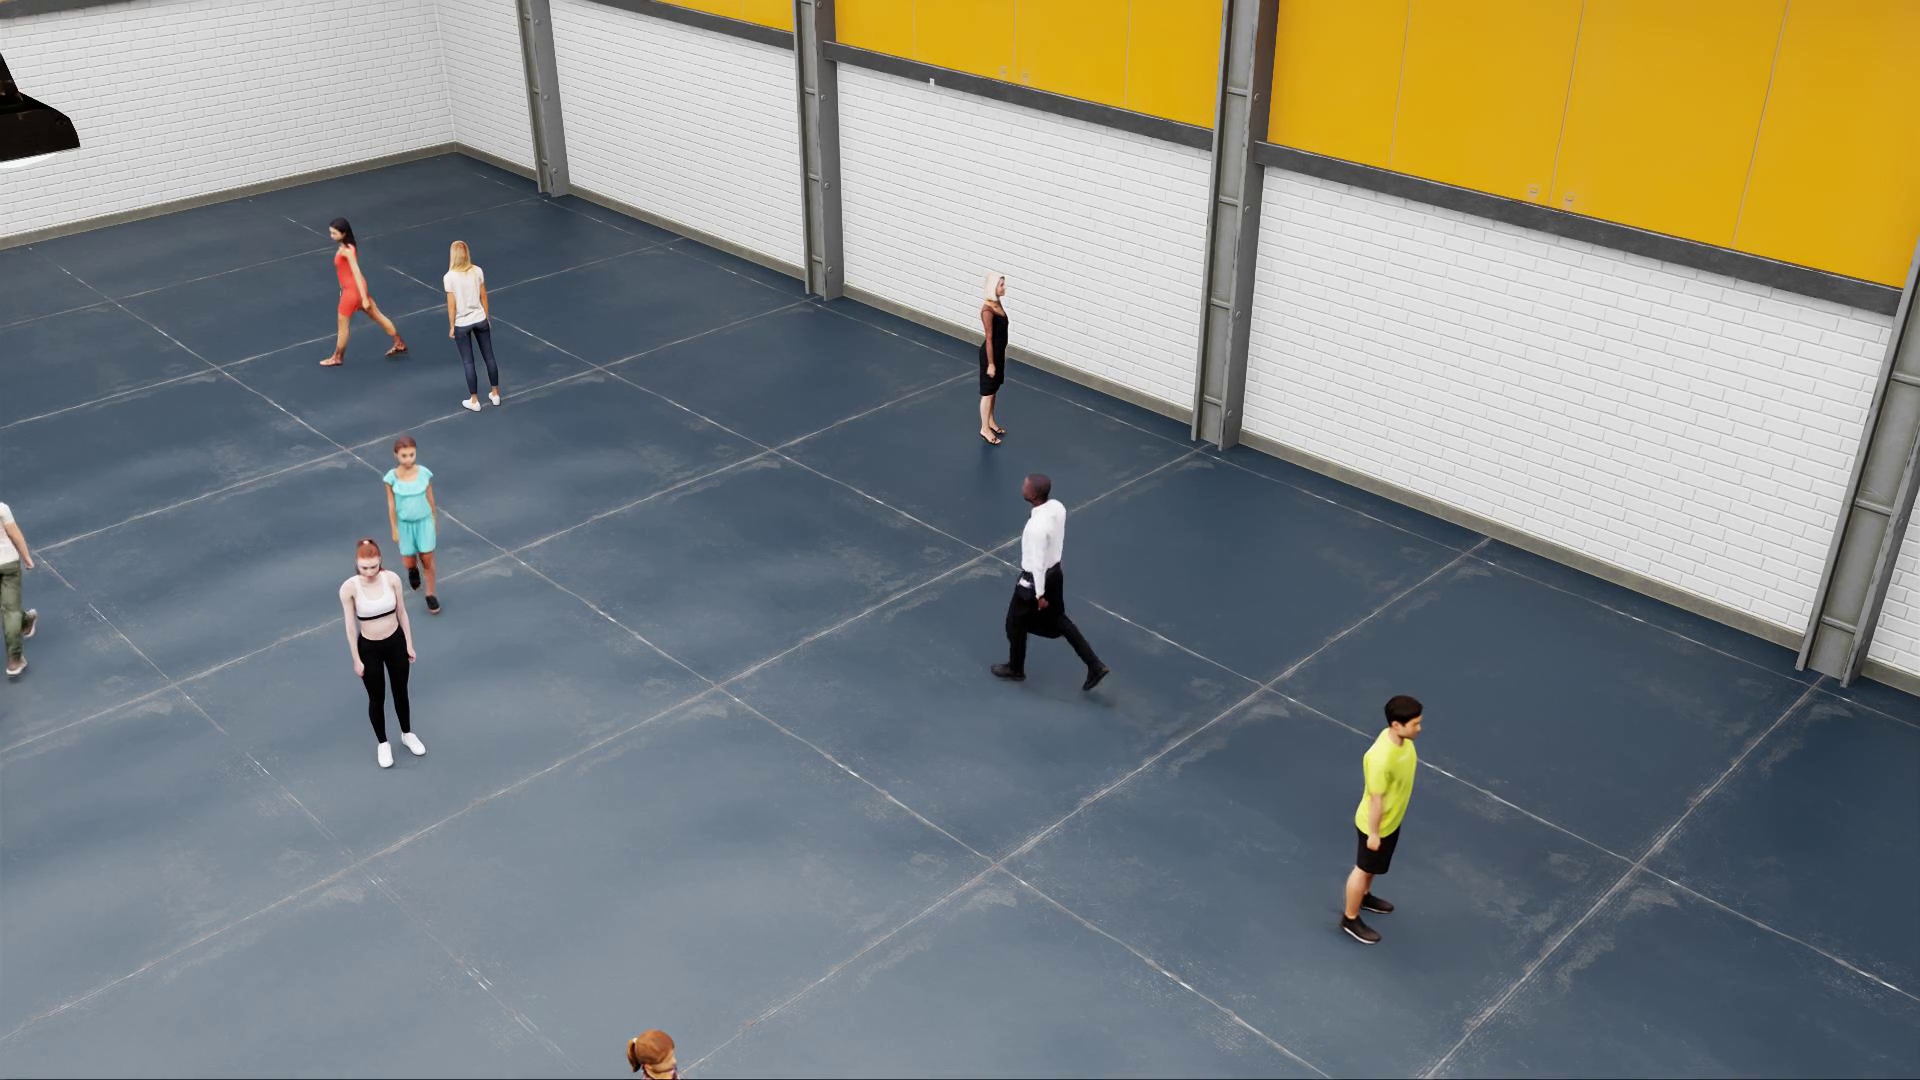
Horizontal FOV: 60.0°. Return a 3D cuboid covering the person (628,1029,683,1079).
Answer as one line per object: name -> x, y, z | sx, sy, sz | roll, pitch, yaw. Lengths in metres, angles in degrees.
person -> -1.474, 2.915, 8.232 | 0.641, 1.305, 0.605 | 6, 29, 11

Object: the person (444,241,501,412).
person -> -5.022, -2.210, 17.101 | 0.610, 1.809, 0.524 | -22, 35, -34

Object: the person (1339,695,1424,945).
person -> 2.554, 1.658, 10.117 | 0.615, 1.706, 0.680 | 15, 32, 25

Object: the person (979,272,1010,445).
person -> 0.318, -1.814, 16.440 | 0.667, 1.747, 0.663 | 7, 29, 13

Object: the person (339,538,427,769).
person -> -4.070, 0.769, 11.700 | 0.621, 1.751, 0.571 | -19, 34, -30

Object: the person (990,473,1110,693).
person -> 0.701, 0.354, 12.408 | 1.262, 1.802, 0.857 | 16, 32, 26

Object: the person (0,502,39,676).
person -> -7.398, 0.263, 12.775 | 0.971, 1.610, 1.206 | -7, 29, -13

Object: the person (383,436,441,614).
person -> -4.475, -0.160, 13.617 | 0.721, 1.548, 0.862 | -11, 31, -19

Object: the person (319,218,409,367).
person -> -6.499, -2.691, 18.135 | 1.018, 1.664, 1.190 | -9, 30, -16
